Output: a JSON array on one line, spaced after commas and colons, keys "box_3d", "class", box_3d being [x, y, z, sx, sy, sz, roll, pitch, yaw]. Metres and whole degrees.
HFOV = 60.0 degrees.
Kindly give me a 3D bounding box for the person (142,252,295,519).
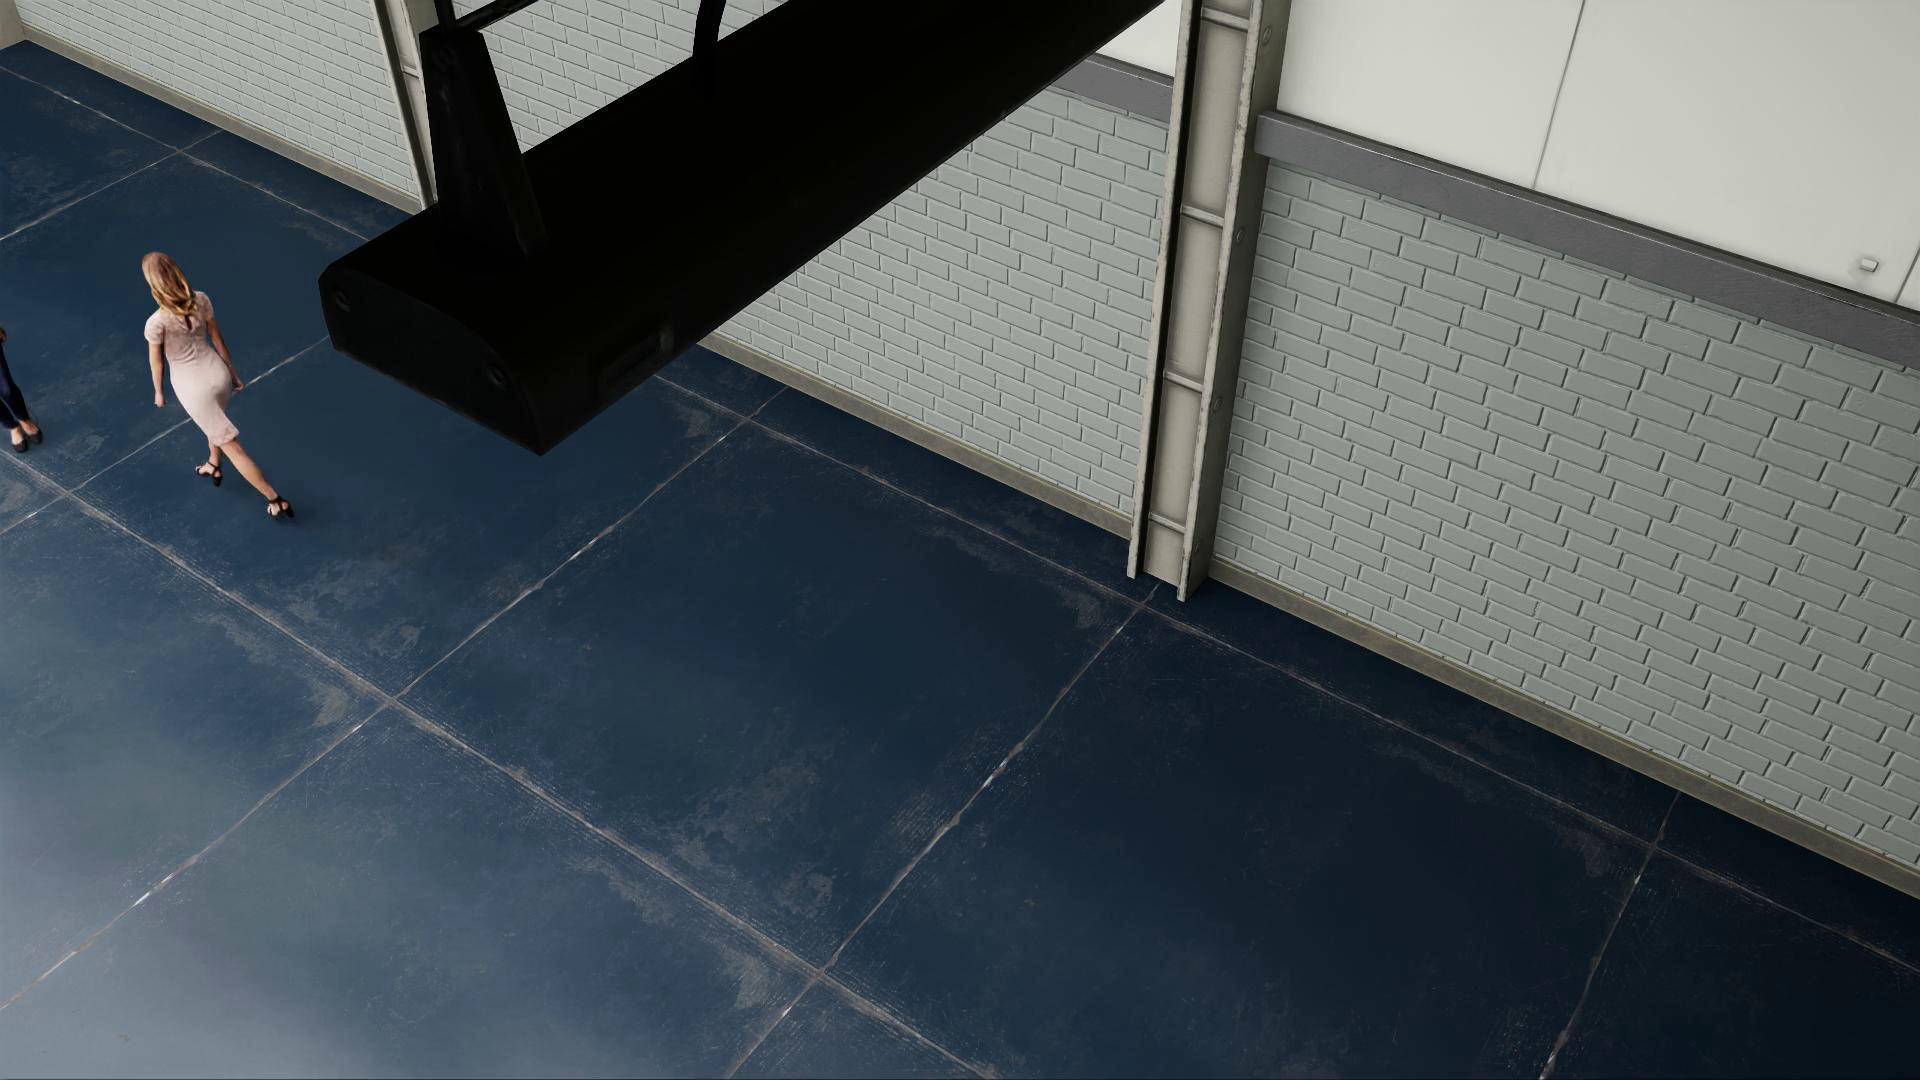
[{"box_3d": [-4.318, -0.817, 9.649, 1.089, 1.779, 0.641, 22, 47, 22], "class": "person"}]
